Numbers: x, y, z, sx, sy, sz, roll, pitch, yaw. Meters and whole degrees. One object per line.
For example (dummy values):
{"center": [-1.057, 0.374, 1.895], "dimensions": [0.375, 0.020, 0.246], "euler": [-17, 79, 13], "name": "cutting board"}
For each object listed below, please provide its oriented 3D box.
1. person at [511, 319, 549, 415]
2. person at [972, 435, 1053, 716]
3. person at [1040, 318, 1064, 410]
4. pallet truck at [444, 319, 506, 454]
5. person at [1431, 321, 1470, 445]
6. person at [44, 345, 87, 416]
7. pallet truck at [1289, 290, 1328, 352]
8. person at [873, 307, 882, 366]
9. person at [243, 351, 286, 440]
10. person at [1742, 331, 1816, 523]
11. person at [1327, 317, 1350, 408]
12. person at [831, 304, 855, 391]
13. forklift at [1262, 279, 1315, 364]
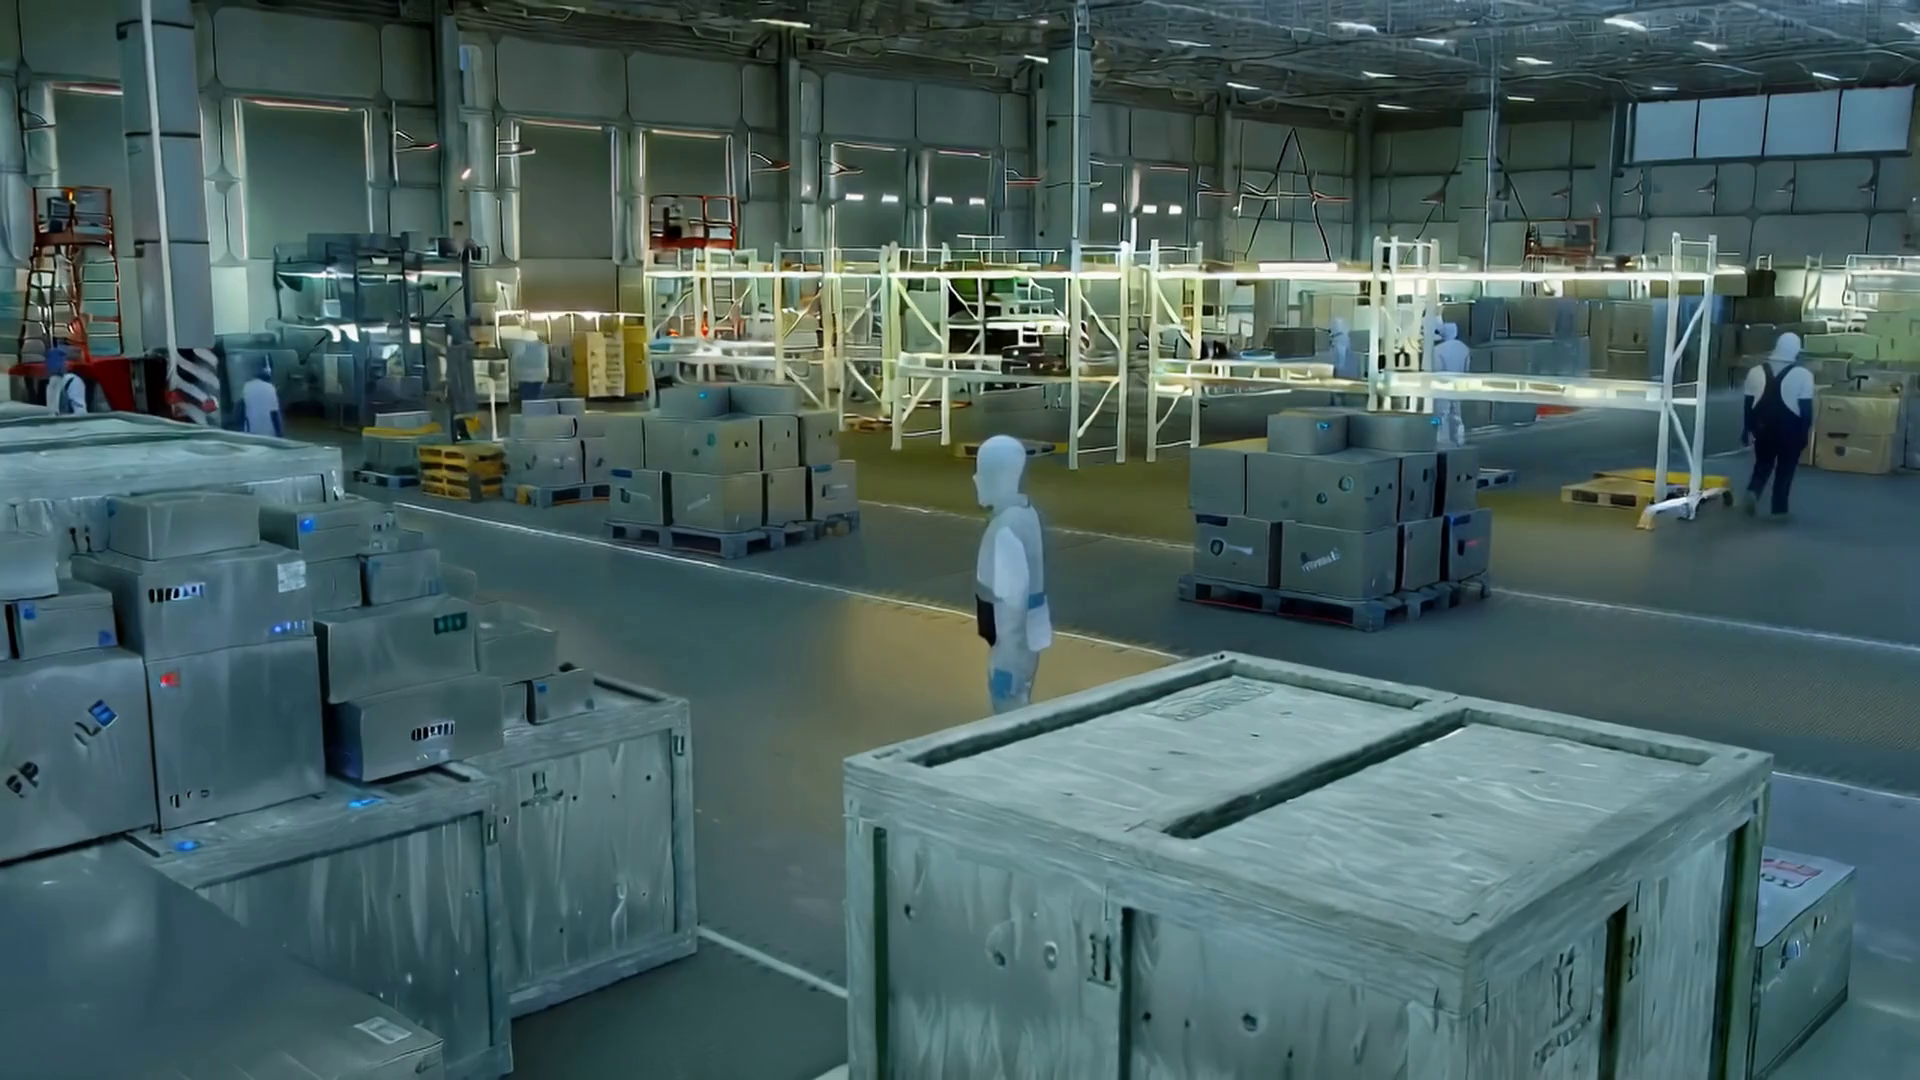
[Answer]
{"center": [-6.635, -2.459, 25.707], "dimensions": [0.690, 1.883, 0.436], "euler": [2, 10, 14], "name": "person"}
{"center": [0.232, 0.481, 7.536], "dimensions": [0.374, 1.916, 0.596], "euler": [1, 9, 4], "name": "person"}
{"center": [1.754, -3.317, 31.391], "dimensions": [0.487, 1.736, 0.322], "euler": [-4, 10, -24], "name": "person"}
{"center": [-6.981, -1.942, 22.150], "dimensions": [1.885, 1.965, 0.823], "euler": [1, 9, 9], "name": "pallet truck"}
{"center": [6.807, -2.071, 23.170], "dimensions": [0.625, 1.931, 0.378], "euler": [-5, 10, -27], "name": "person"}
{"center": [-9.200, -1.065, 17.145], "dimensions": [0.588, 1.877, 0.338], "euler": [6, 11, 34], "name": "person"}
{"center": [11.297, -6.951, 52.861], "dimensions": [1.885, 1.965, 0.823], "euler": [-5, 11, -29], "name": "pallet truck"}
{"center": [-2.157, -5.385, 44.388], "dimensions": [0.317, 1.632, 0.524], "euler": [-1, 9, -6], "name": "person"}
{"center": [-7.069, -0.981, 16.764], "dimensions": [0.521, 1.842, 0.835], "euler": [8, 12, 41], "name": "person"}
{"center": [8.589, -1.189, 17.402], "dimensions": [0.536, 2.000, 0.704], "euler": [-8, 12, -41], "name": "person"}
{"center": [5.794, -2.454, 25.521], "dimensions": [0.367, 1.931, 0.631], "euler": [2, 10, 14], "name": "person"}
{"center": [-2.545, -4.162, 36.035], "dimensions": [0.554, 1.911, 0.822], "euler": [2, 10, 13], "name": "person"}
{"center": [8.555, -6.090, 44.881], "dimensions": [1.873, 2.768, 1.129], "euler": [9, 13, 43], "name": "forklift"}
